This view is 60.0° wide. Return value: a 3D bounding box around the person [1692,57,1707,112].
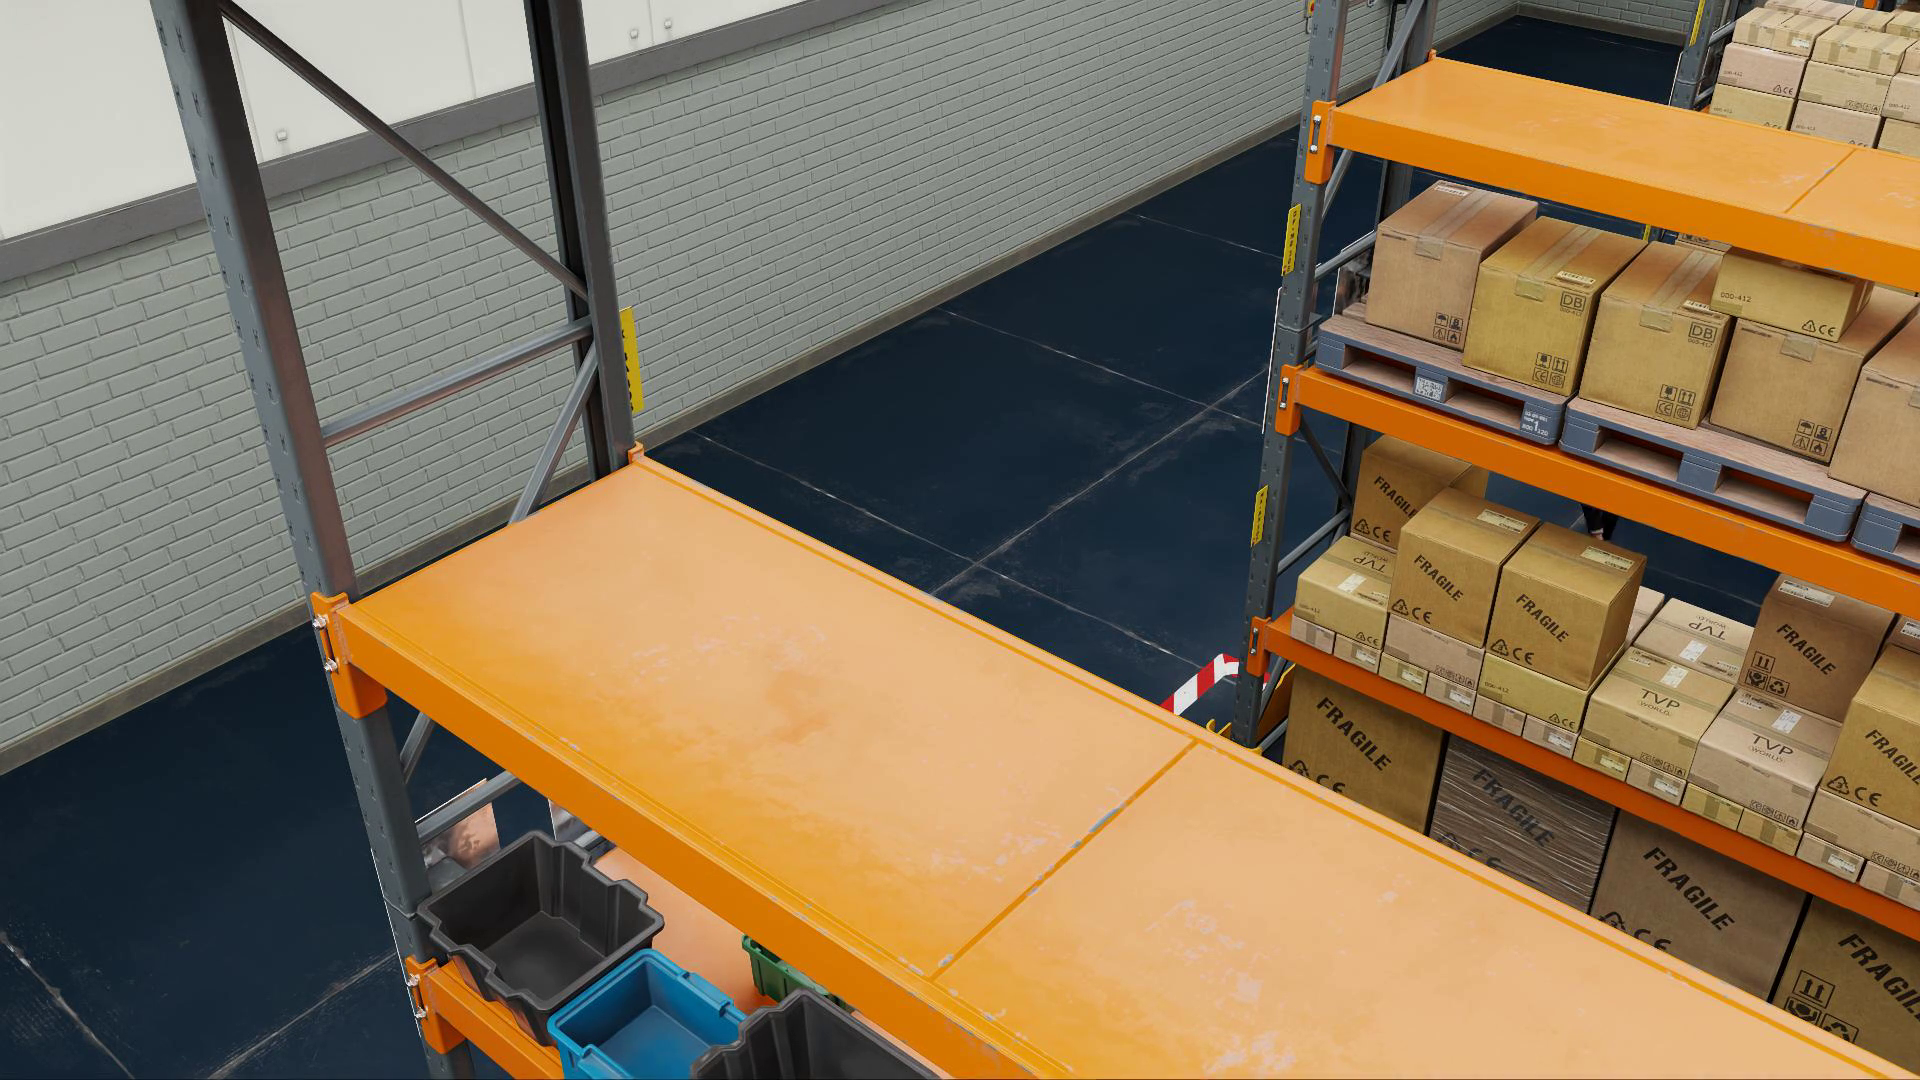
[{"bbox_3d":[7.119,-3.951,16.437,0.963,1.682,0.975,2,33,3],"label":"person"}]
